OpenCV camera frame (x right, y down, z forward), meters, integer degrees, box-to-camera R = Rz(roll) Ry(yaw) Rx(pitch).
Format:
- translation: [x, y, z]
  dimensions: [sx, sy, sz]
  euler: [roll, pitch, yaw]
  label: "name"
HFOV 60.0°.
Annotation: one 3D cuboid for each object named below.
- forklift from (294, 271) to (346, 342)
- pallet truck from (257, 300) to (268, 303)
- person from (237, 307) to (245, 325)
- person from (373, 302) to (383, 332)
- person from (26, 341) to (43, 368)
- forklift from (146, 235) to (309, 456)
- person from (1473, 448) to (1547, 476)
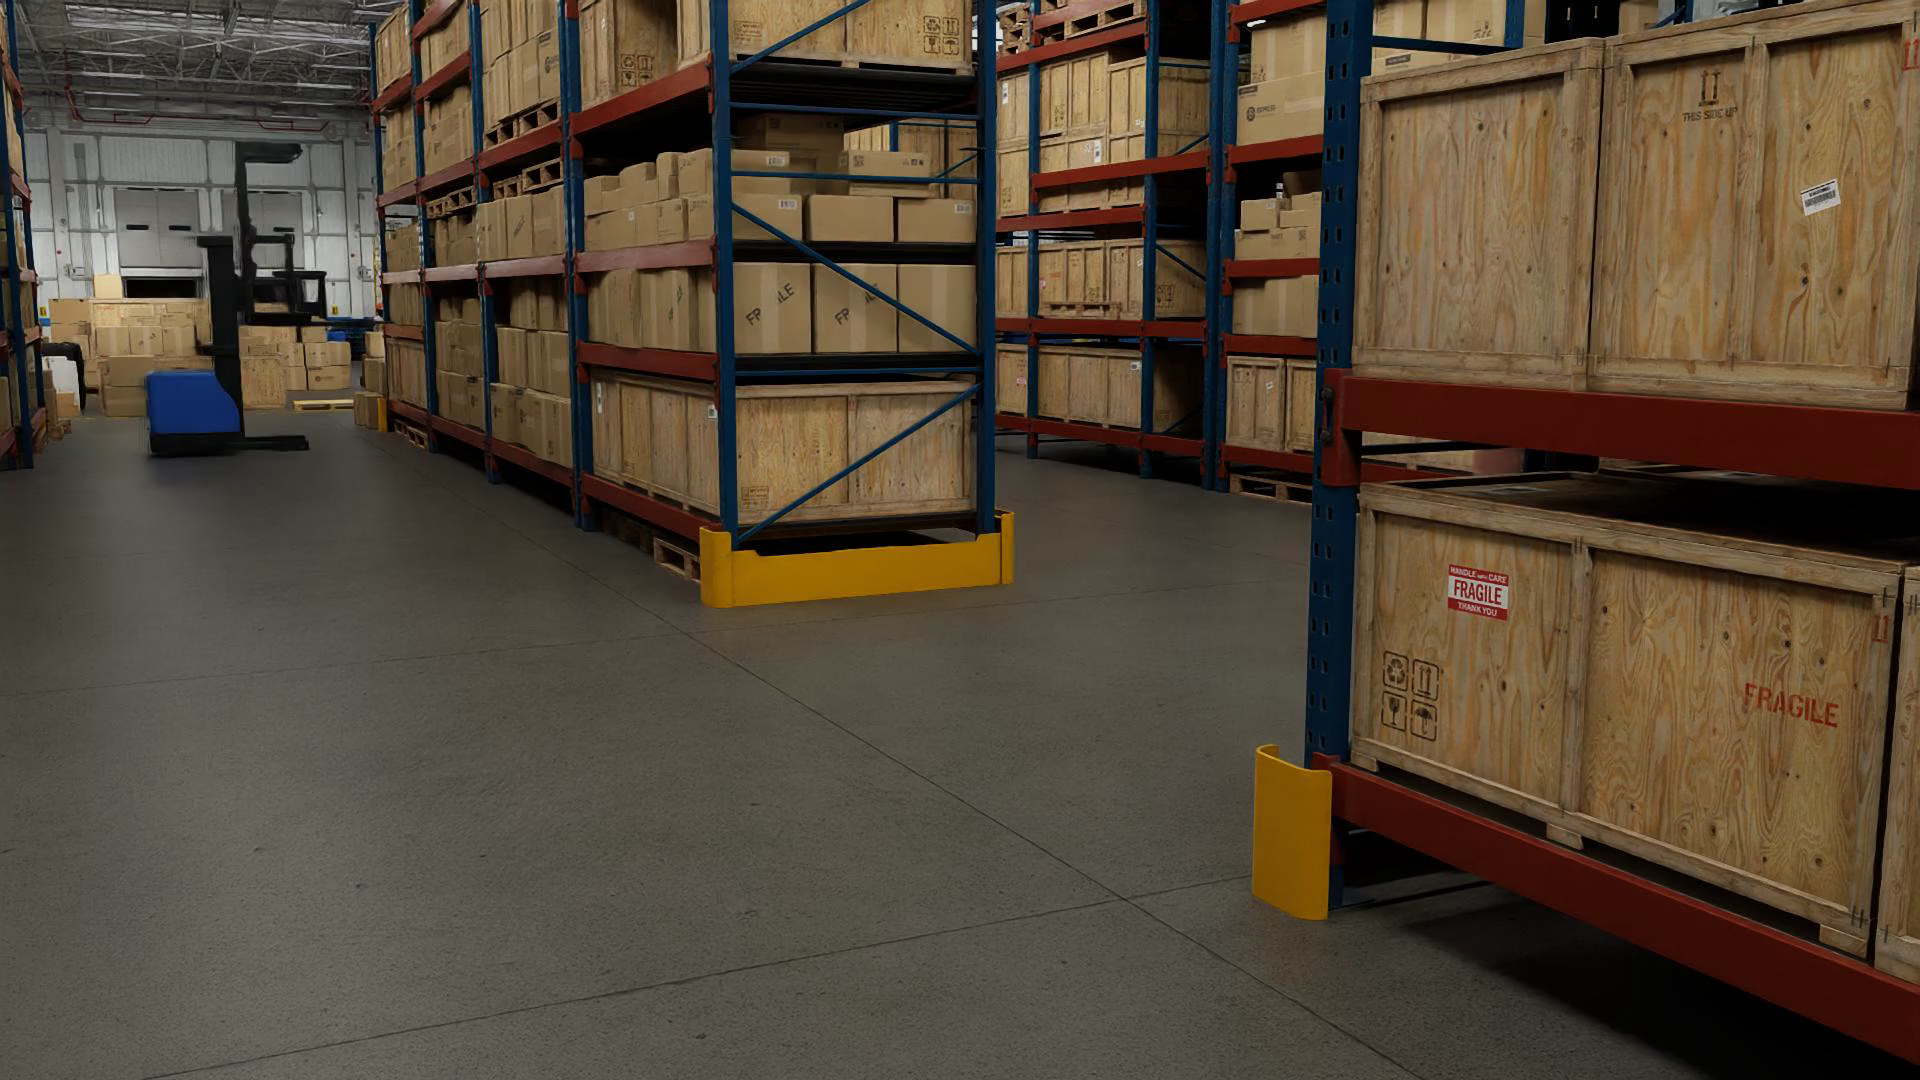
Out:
- translation: [-18.602, -6.327, 47.715]
  dimensions: [1.873, 2.768, 1.129]
  euler: [6, 10, 37]
  label: "forklift"
- translation: [-23.913, -7.404, 58.171]
  dimensions: [1.885, 1.965, 0.823]
  euler: [-1, 8, -9]
  label: "pallet truck"
- translation: [-20.631, -5.797, 47.323]
  dimensions: [0.638, 1.932, 0.363]
  euler: [-2, 8, -12]
  label: "person"
- translation: [-14.504, -4.991, 41.736]
  dimensions: [0.376, 1.936, 0.549]
  euler: [0, 8, -2]
  label: "person"
- translation: [-14.493, -2.531, 25.837]
  dimensions: [0.559, 1.618, 0.551]
  euler: [0, 8, 2]
  label: "person"
- translation: [-9.596, -2.552, 21.685]
  dimensions: [1.873, 2.768, 1.129]
  euler: [-4, 9, -24]
  label: "forklift"
- translation: [2.927, -0.181, 8.855]
  dimensions: [0.995, 1.853, 0.656]
  euler: [-3, 9, -20]
  label: "person"
